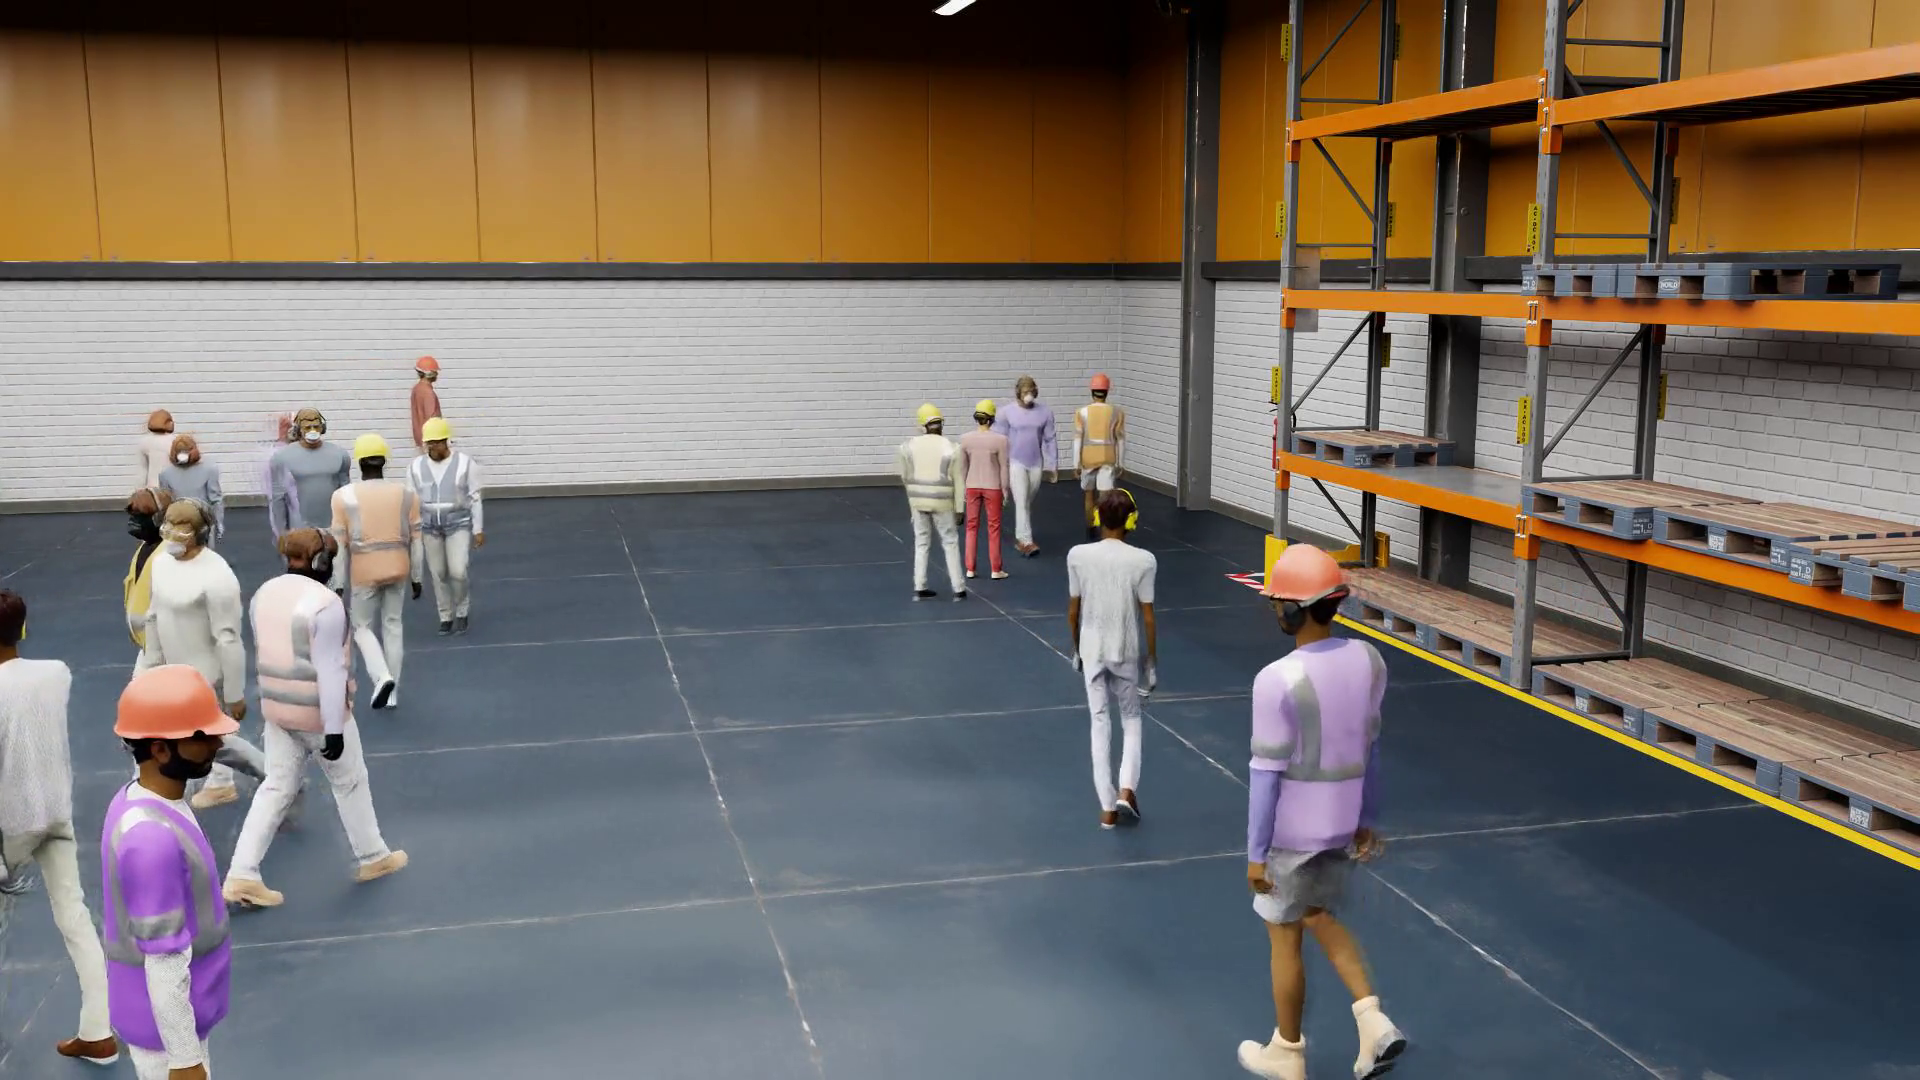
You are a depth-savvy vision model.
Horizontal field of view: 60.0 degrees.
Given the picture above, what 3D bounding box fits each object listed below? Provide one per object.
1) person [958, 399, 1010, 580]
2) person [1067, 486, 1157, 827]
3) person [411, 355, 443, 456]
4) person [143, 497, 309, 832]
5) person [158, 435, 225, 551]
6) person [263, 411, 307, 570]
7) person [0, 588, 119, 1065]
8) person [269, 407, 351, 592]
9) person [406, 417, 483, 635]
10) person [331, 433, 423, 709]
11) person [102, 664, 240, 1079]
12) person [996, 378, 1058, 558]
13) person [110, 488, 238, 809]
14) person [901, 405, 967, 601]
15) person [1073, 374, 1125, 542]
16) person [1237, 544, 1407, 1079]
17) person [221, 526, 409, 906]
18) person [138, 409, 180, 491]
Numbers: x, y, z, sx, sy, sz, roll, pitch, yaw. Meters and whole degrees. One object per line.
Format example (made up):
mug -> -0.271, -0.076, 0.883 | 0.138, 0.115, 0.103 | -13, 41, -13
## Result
person -> 0.239, -0.490, 16.240 | 0.532, 1.766, 0.330 | 3, 10, 17
person -> 0.823, 0.633, 8.994 | 0.493, 1.847, 0.412 | 2, 9, 11
person -> -6.487, -1.259, 20.333 | 0.391, 1.991, 0.618 | -7, 11, -37
person -> -3.799, 0.695, 8.461 | 0.644, 1.894, 0.927 | 9, 13, 44
person -> -6.689, -0.126, 14.508 | 0.513, 1.587, 0.851 | -3, 10, -19
person -> -5.281, -0.091, 13.338 | 0.477, 1.888, 0.653 | -6, 11, -32
person -> -3.611, 1.071, 6.316 | 0.961, 1.824, 0.515 | 4, 10, 24
person -> -5.113, -0.088, 13.186 | 0.632, 1.938, 0.359 | -7, 12, -38
person -> -4.243, -0.100, 13.637 | 0.620, 1.812, 0.471 | 0, 9, -3
person -> -3.941, 0.228, 11.302 | 0.606, 1.906, 0.499 | -6, 11, -34
person -> -2.138, 1.290, 4.592 | 0.374, 1.935, 0.552 | -5, 10, -28
person -> 0.723, -0.769, 17.608 | 0.653, 1.882, 1.007 | -2, 9, -15
person -> -4.400, 0.624, 9.130 | 0.641, 1.815, 0.761 | 8, 12, 42
person -> -0.231, -0.335, 15.175 | 0.620, 1.798, 0.459 | 2, 9, 14
person -> 1.527, -0.871, 18.242 | 0.561, 1.896, 0.986 | 1, 9, 5
person -> 1.290, 1.025, 5.965 | 0.637, 2.030, 0.572 | -6, 11, -35
person -> -3.141, 0.834, 7.926 | 0.649, 1.792, 0.937 | 6, 11, 31
person -> -8.154, -0.534, 16.999 | 0.504, 1.609, 0.664 | 1, 9, 6
